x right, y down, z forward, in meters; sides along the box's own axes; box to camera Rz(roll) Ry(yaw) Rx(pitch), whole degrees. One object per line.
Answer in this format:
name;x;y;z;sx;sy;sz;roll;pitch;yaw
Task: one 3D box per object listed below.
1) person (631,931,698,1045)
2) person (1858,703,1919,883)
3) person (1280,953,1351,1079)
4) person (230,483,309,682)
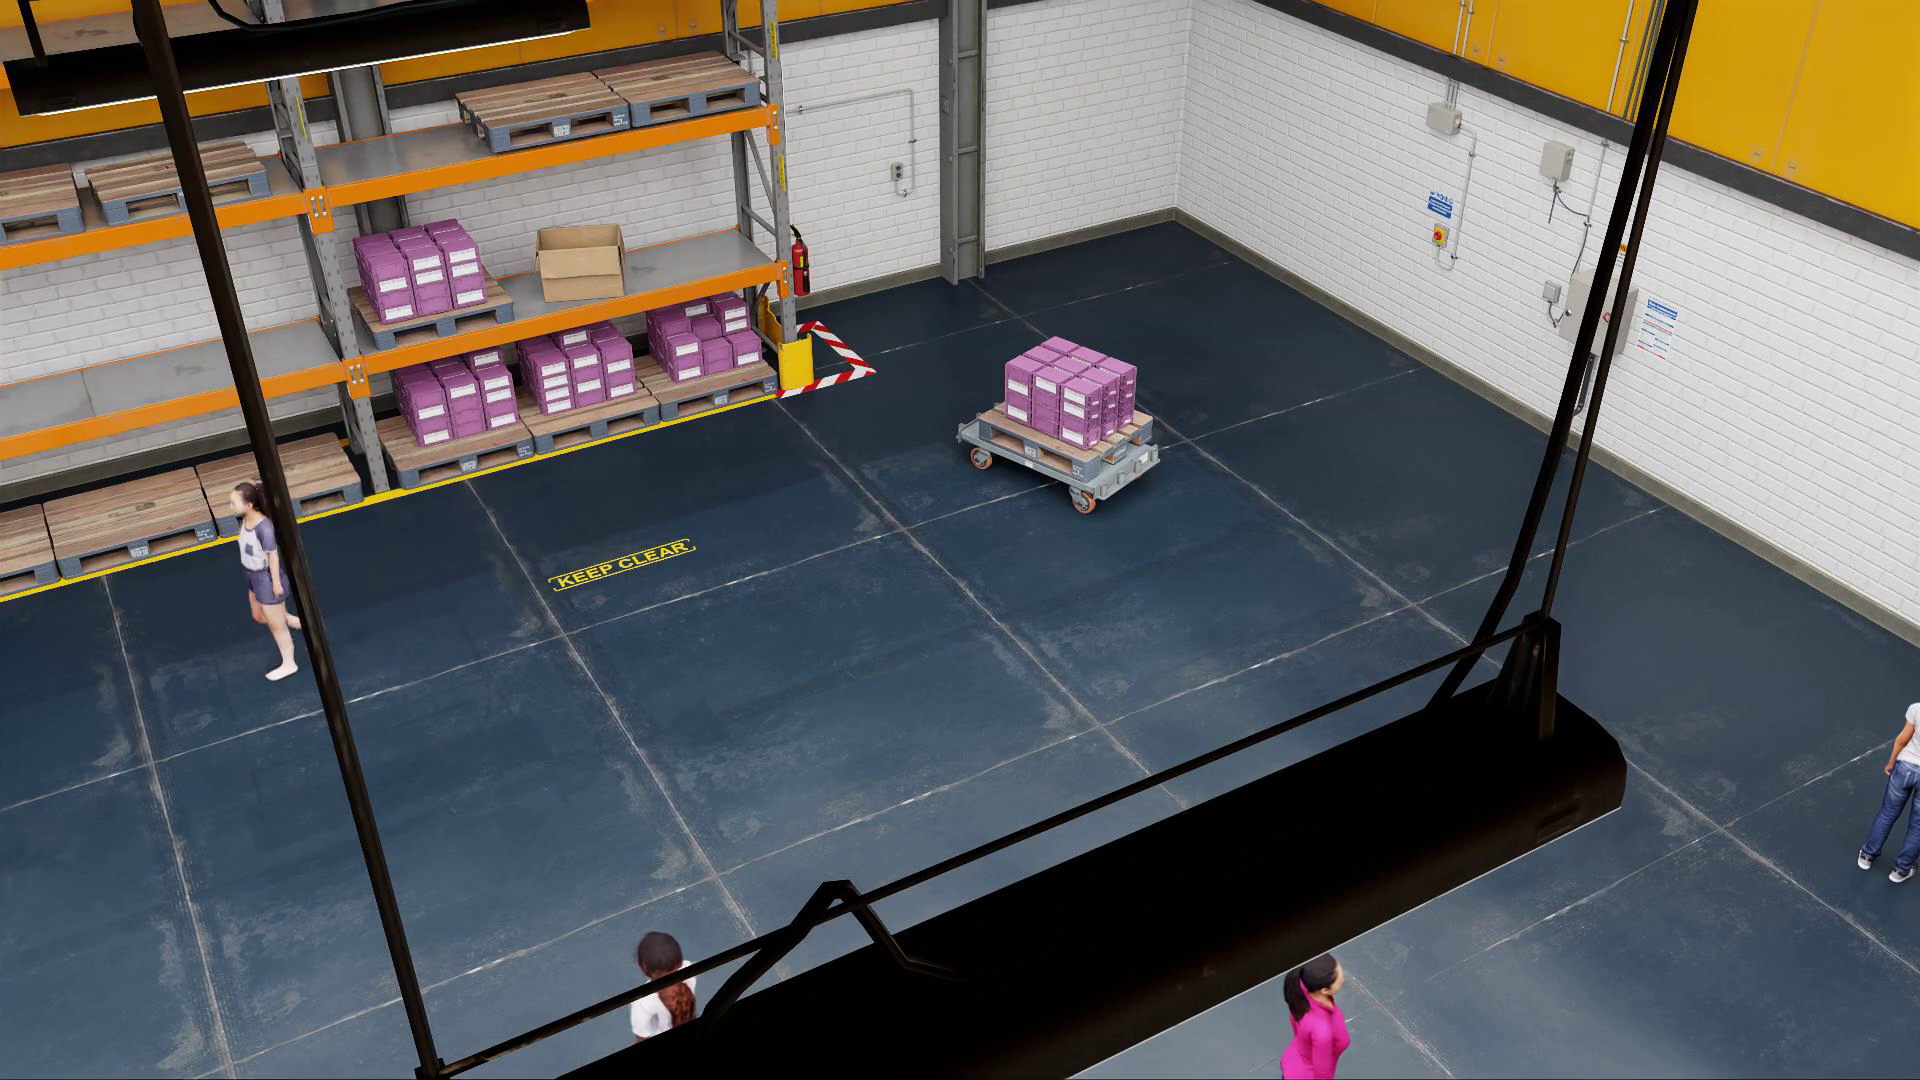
person;-1.465;2.648;8.499;0.714;1.721;0.605;18;38;25
person;6.019;1.463;10.424;0.590;1.562;0.587;28;43;35
person;1.740;2.712;8.423;0.694;1.698;0.673;-3;34;-5
person;-4.983;0.263;12.158;0.752;1.641;0.651;-23;40;-30
